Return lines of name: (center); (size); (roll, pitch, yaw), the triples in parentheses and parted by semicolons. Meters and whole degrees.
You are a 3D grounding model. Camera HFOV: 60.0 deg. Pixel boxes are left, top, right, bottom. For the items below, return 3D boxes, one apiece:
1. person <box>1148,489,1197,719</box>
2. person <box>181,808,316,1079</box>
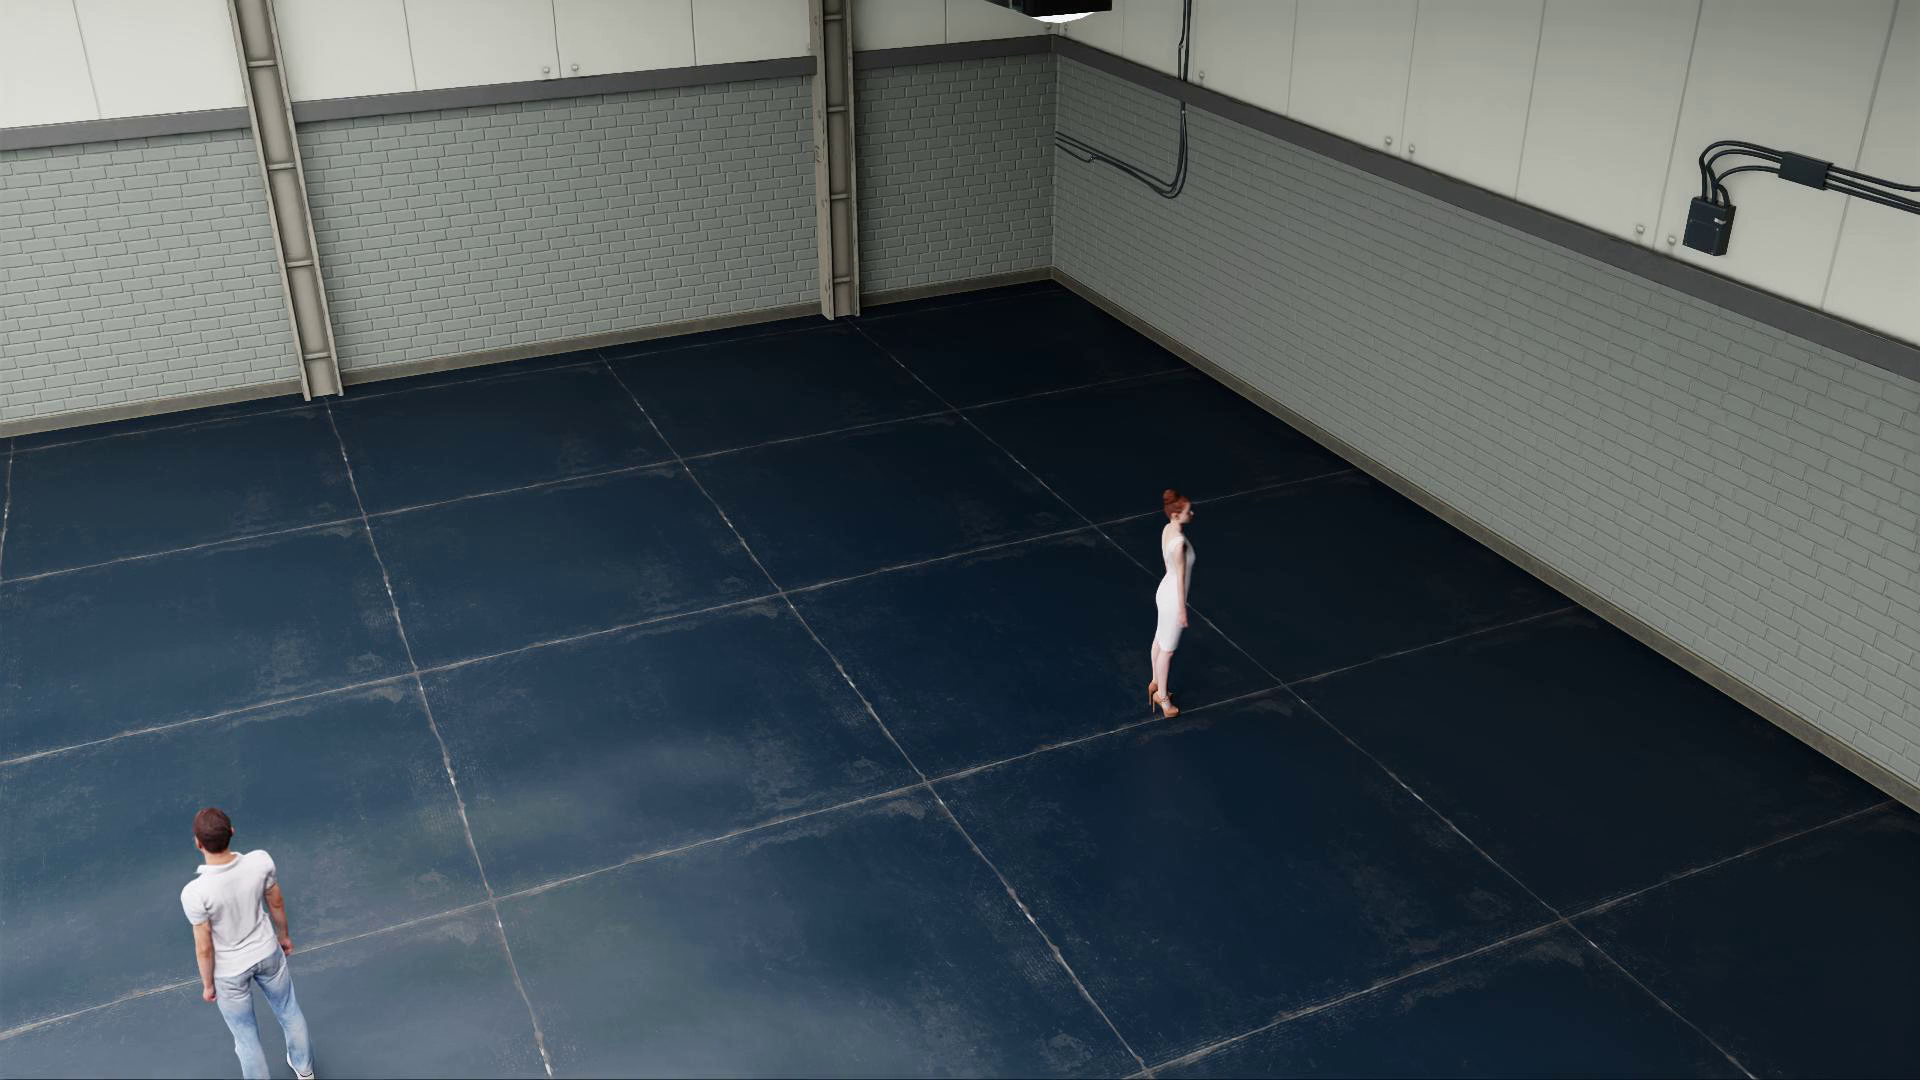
person: (1.523, 0.453, 12.064); (0.613, 1.791, 0.632); (-1, 27, -1)
person: (-3.707, 2.182, 8.640); (0.792, 1.851, 0.655); (19, 33, 32)
